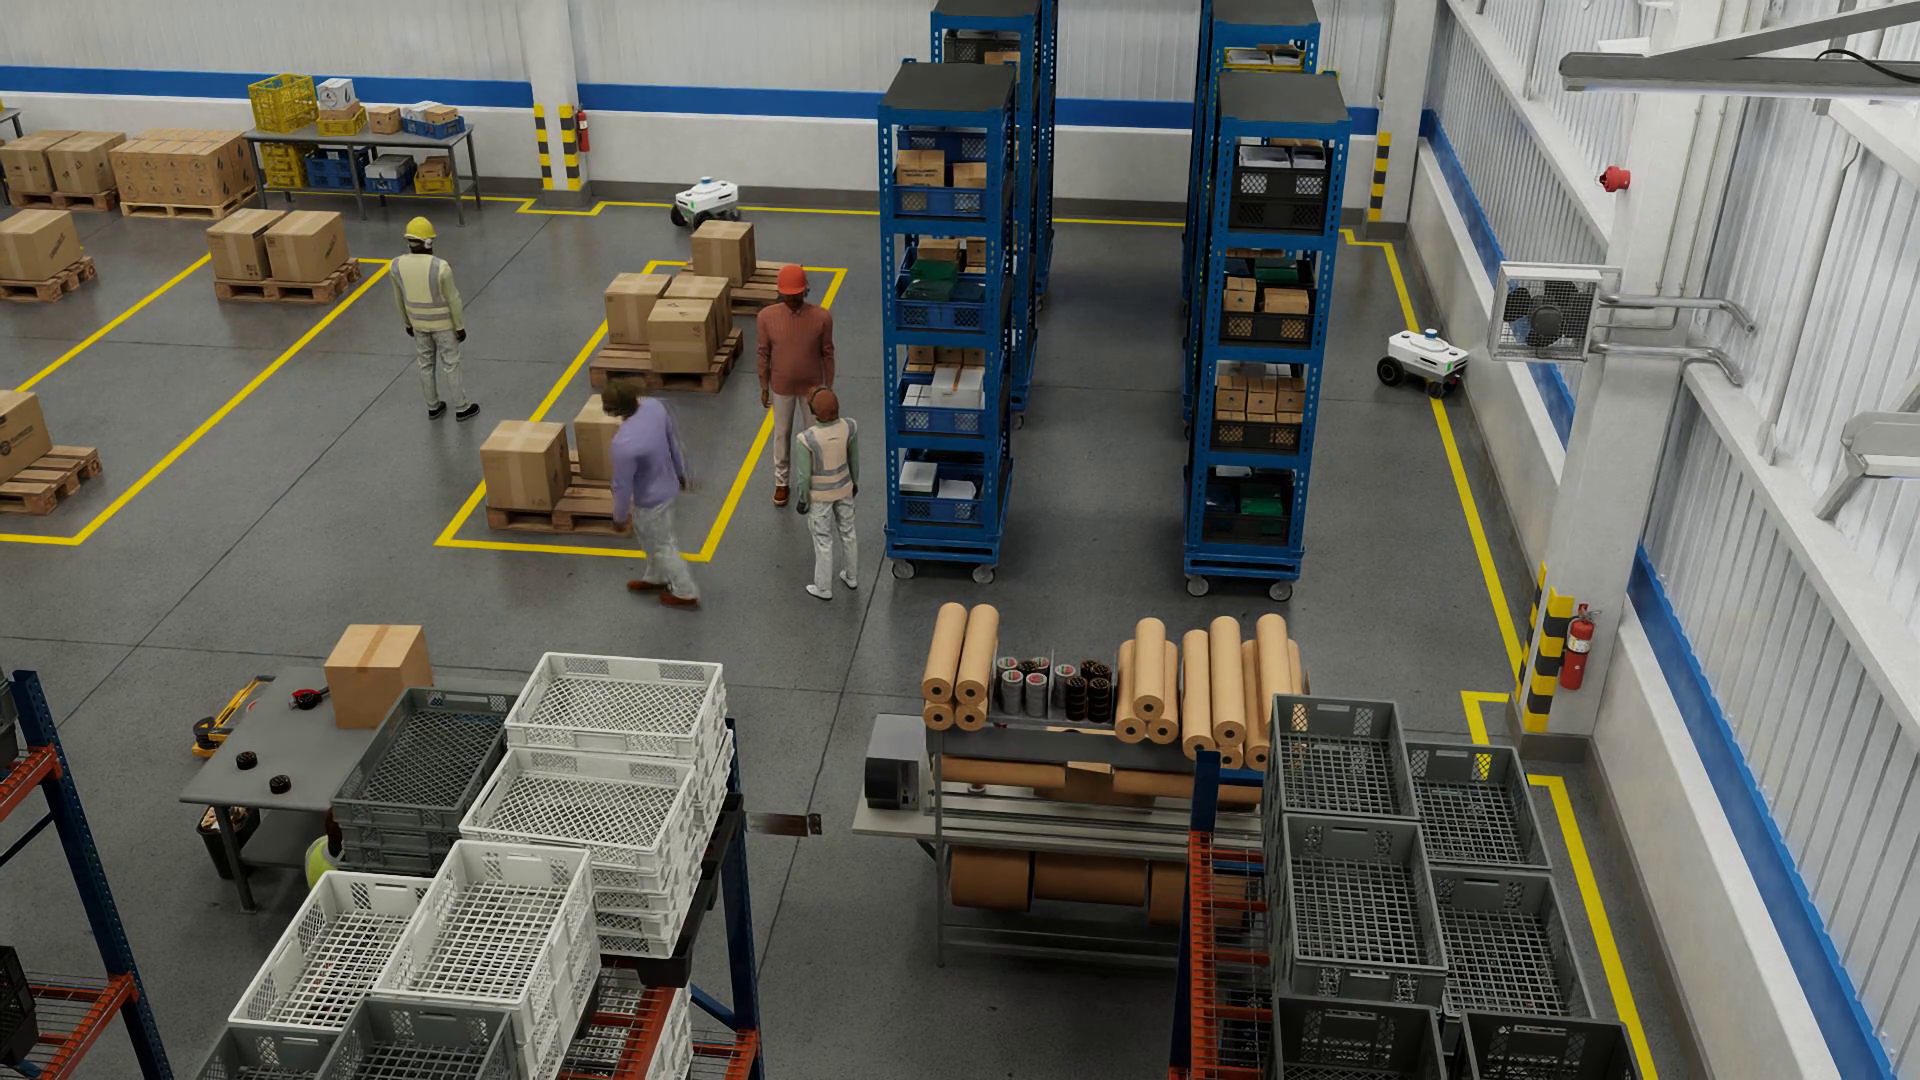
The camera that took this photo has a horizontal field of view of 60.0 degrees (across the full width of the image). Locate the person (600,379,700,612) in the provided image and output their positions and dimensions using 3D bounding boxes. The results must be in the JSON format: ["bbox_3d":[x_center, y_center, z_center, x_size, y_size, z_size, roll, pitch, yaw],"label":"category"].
[{"bbox_3d":[-2.206,-0.307,11.577,0.675,1.885,0.706,5,31,9],"label":"person"}]

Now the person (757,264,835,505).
[{"bbox_3d":[-1.278,-1.219,13.039,0.608,1.995,0.377,-3,30,-6],"label":"person"}]

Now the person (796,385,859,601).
[{"bbox_3d":[-0.938,-0.334,11.870,0.525,1.636,0.307,-22,37,-32],"label":"person"}]

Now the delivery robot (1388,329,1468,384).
[{"bbox_3d":[4.266,-1.684,15.168,0.477,0.478,0.707,-24,38,-35],"label":"delivery robot"}]

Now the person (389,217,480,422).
[{"bbox_3d":[-4.543,-1.894,14.368,0.588,1.823,0.403,6,31,11],"label":"person"}]

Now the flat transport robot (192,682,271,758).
[{"bbox_3d":[-4.089,1.163,10.648,1.431,0.197,0.652,3,30,6],"label":"flat transport robot"}]

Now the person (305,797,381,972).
[{"bbox_3d":[-2.692,1.955,7.744,0.429,1.838,0.622,-26,39,-37],"label":"person"}]

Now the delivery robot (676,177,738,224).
[{"bbox_3d":[-2.882,-3.898,18.972,0.477,0.478,0.707,25,39,36],"label":"delivery robot"}]
